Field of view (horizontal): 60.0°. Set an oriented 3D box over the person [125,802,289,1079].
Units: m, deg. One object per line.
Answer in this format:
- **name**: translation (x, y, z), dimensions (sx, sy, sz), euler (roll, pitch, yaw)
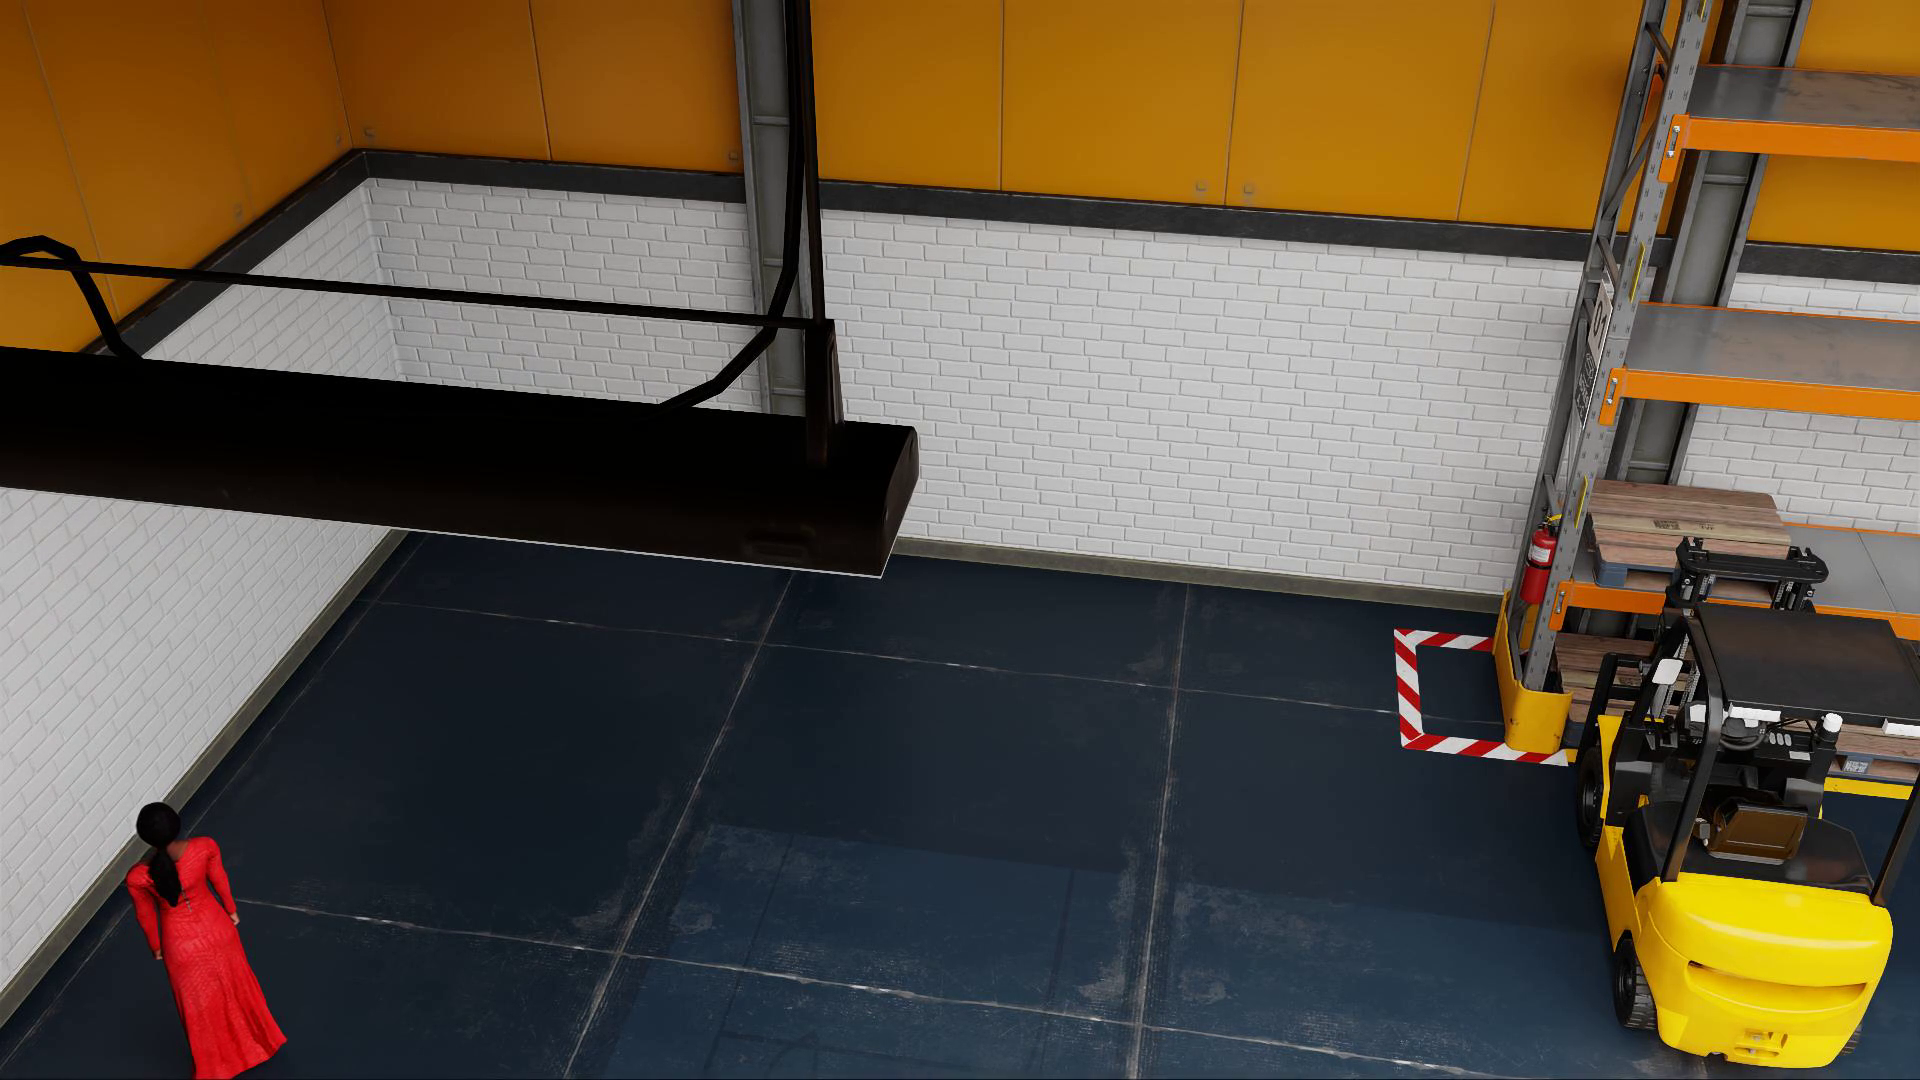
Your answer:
- **person**: translation (-3.890, 2.052, 8.487), dimensions (0.795, 1.781, 0.839), euler (-27, 42, -34)
